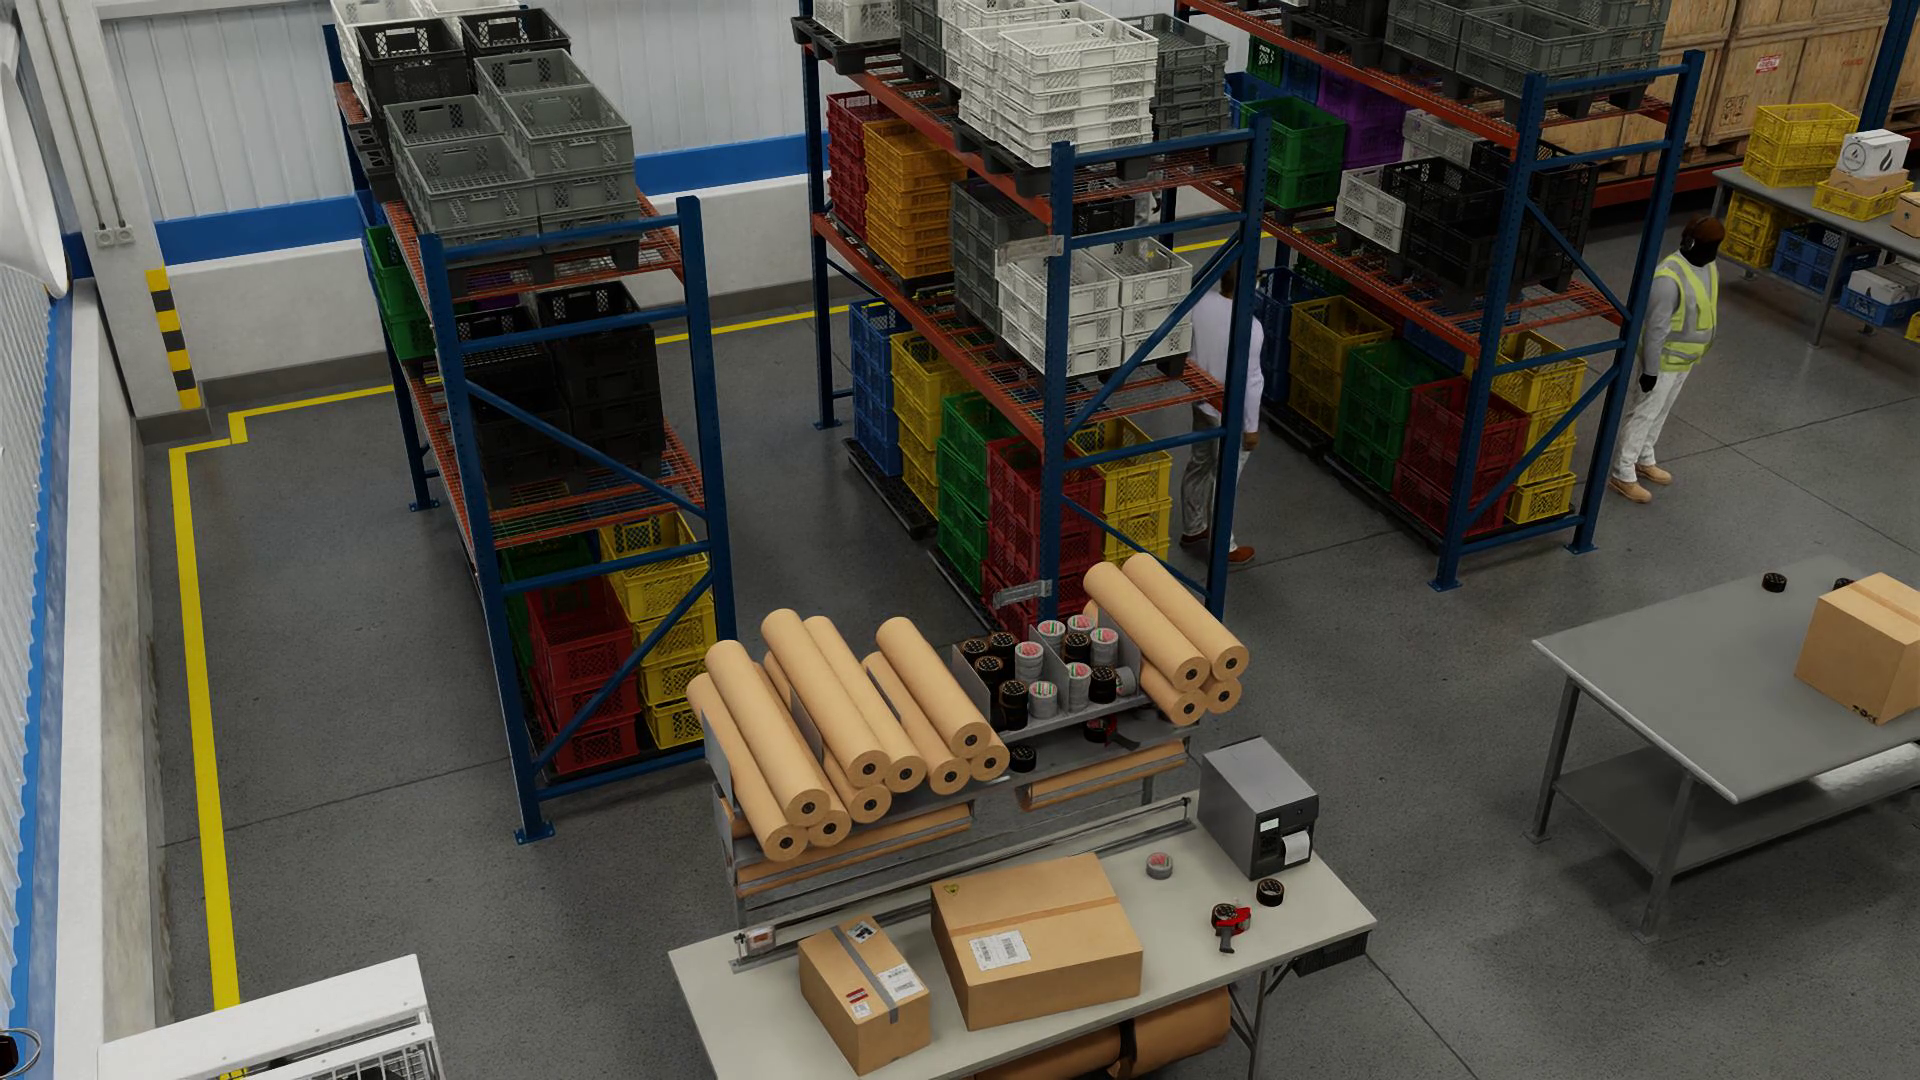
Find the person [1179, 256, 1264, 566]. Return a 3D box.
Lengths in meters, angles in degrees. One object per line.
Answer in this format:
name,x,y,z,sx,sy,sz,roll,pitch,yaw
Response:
person,1.520,-0.758,9.596,0.370,1.940,0.627,-15,35,-23

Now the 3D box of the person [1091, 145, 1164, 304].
person,1.280,-2.682,12.774,0.575,1.884,0.355,4,32,6

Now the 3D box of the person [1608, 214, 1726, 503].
person,4.403,-1.133,10.300,0.429,1.839,0.634,27,40,36
